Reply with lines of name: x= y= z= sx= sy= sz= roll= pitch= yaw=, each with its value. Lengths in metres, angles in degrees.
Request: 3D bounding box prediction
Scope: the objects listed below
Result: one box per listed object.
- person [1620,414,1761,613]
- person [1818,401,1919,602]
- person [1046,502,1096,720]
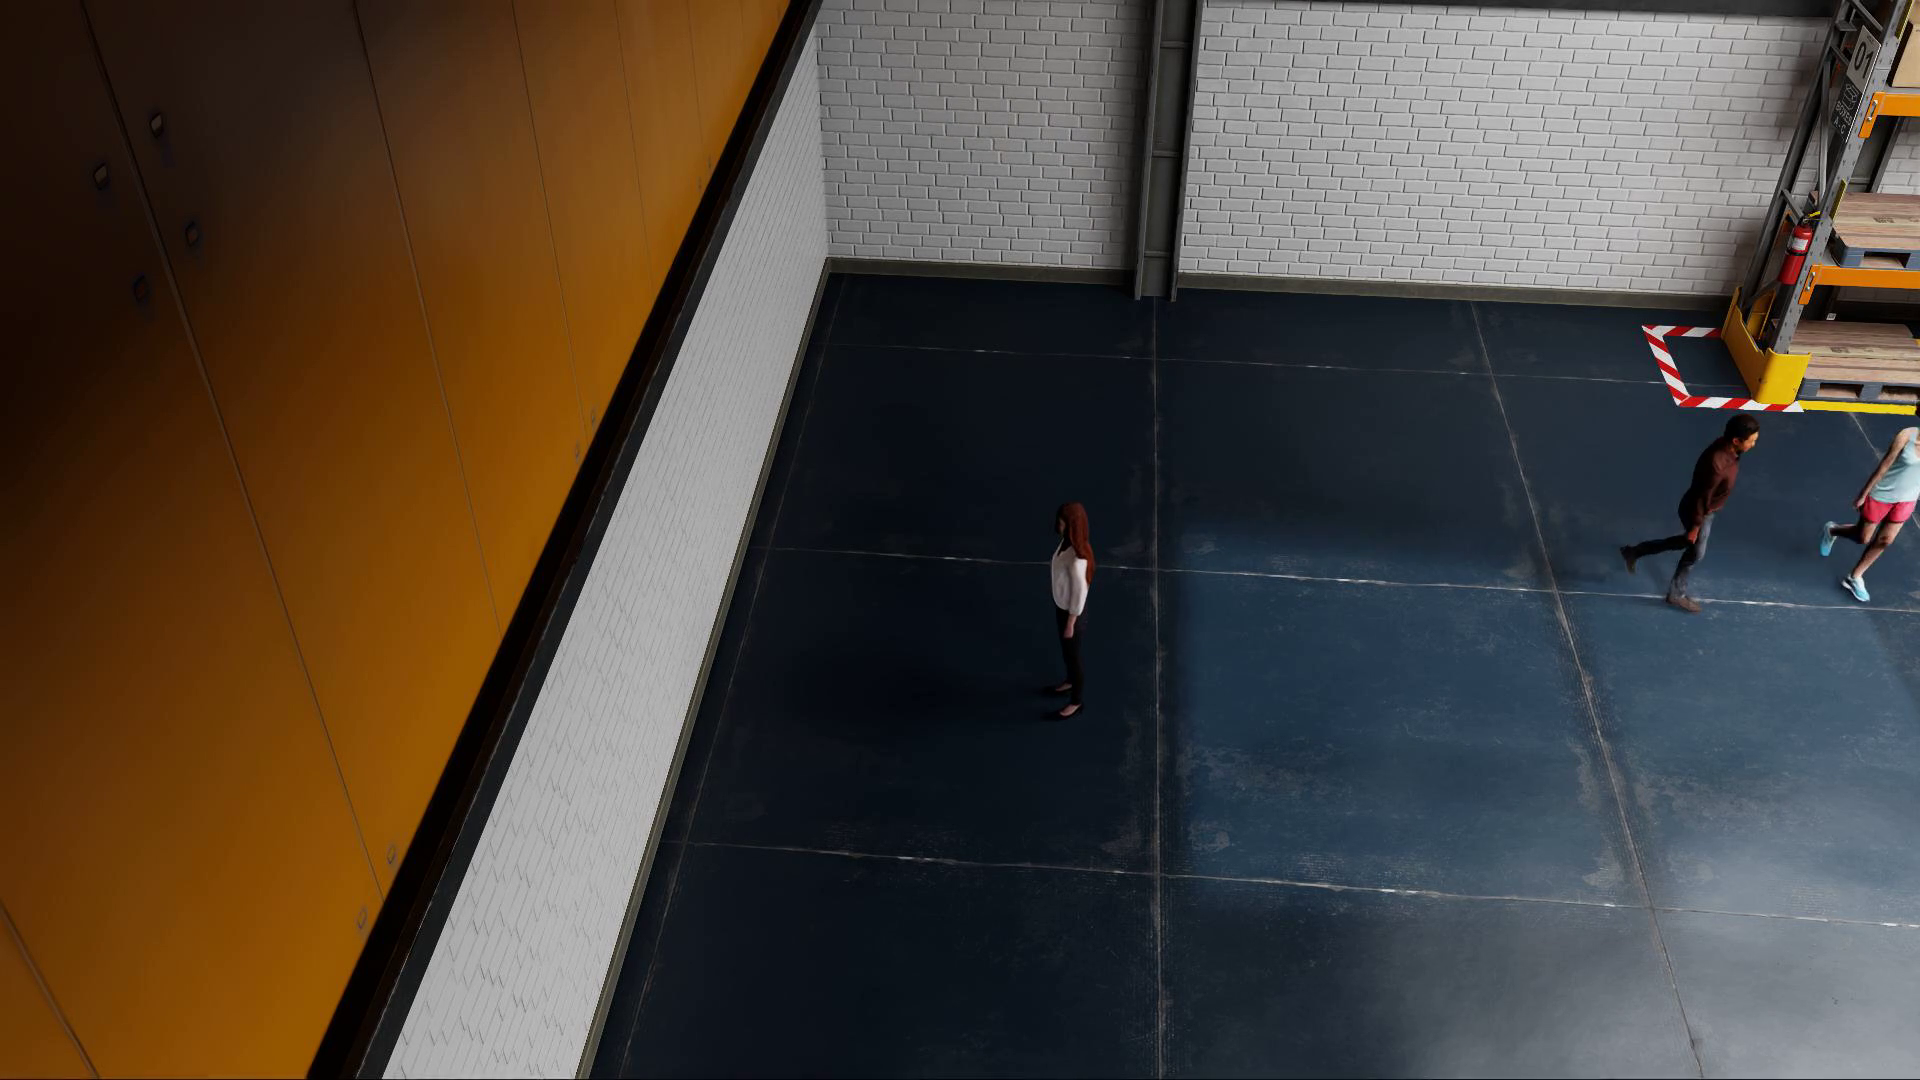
person: x=5.200 y=-0.234 z=11.881 sx=1.060 sy=1.752 sz=0.939 roll=19 pitch=43 yaw=23
person: x=6.692 y=-0.352 z=12.038 sx=0.831 sy=1.740 sz=0.740 roll=1 pitch=39 yaw=1
person: x=0.731 y=0.471 z=10.993 sx=0.521 sy=1.759 sz=0.617 roll=-1 pitch=39 yaw=-1
